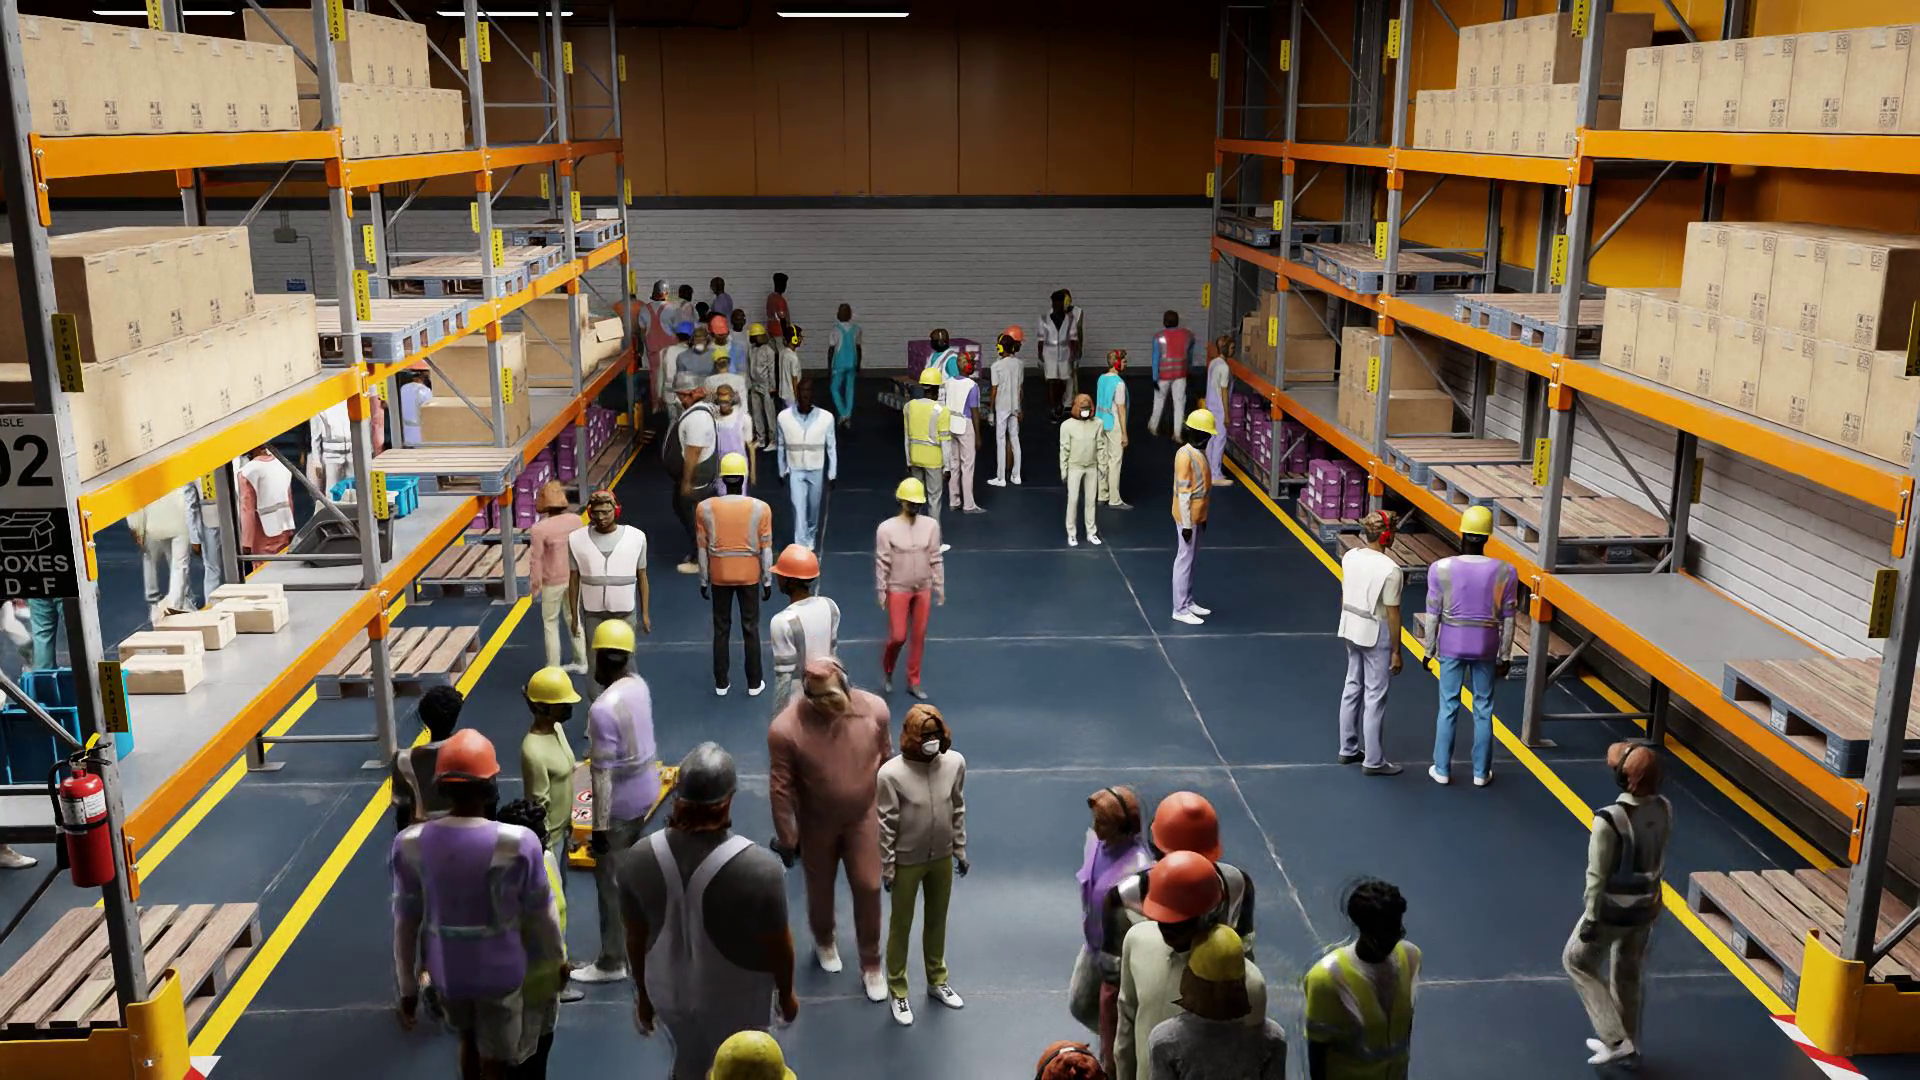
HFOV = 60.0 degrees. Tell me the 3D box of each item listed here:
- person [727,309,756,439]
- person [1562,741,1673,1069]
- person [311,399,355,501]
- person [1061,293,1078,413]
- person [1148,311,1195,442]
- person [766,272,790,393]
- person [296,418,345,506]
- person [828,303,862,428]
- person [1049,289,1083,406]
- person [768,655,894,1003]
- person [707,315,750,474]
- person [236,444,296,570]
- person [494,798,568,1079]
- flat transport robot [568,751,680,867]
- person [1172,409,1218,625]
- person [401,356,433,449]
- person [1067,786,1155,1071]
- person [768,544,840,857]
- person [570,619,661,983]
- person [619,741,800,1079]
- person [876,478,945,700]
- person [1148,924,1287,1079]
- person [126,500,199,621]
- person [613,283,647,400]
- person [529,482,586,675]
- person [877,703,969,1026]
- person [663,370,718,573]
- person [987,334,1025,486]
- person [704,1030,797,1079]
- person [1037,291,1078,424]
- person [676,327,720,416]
[{"bbox_3d":[-3.081,-2.302,23.159,0.502,1.840,0.347,-7,16,-25],"label":"person"},{"bbox_3d":[3.084,1.721,7.791,0.536,1.623,0.374,-8,16,-29],"label":"person"},{"bbox_3d":[-6.423,-0.833,17.302,0.583,1.882,0.337,-9,17,-32],"label":"person"},{"bbox_3d":[1.589,-2.859,25.377,0.403,1.824,0.593,-2,14,-6],"label":"person"},{"bbox_3d":[2.943,-2.313,23.277,0.636,1.791,0.928,-2,14,-7],"label":"person"},{"bbox_3d":[-2.944,-3.381,27.147,0.368,1.962,0.603,-8,16,-27],"label":"person"},{"bbox_3d":[-6.698,-0.958,17.603,0.619,1.980,0.442,-2,14,-6],"label":"person"},{"bbox_3d":[-1.654,-2.495,23.937,0.522,1.829,0.443,-5,15,-18],"label":"person"},{"bbox_3d":[1.643,-3.002,25.930,0.573,1.830,0.411,5,15,20],"label":"person"},{"bbox_3d":[-0.630,1.433,8.495,0.673,1.842,0.814,-3,15,-13],"label":"person"},{"bbox_3d":[-2.943,-1.812,20.857,0.626,2.029,0.441,-6,15,-21],"label":"person"},{"bbox_3d":[-5.885,-0.053,14.202,0.387,1.908,0.599,4,15,14],"label":"person"},{"bbox_3d":[-1.818,1.882,7.016,0.317,1.695,0.540,3,15,13],"label":"person"},{"bbox_3d":[-2.302,1.690,10.614,0.652,0.197,1.431,2,14,7],"label":"flat transport robot"},{"bbox_3d":[2.084,-0.219,14.818,0.373,1.920,0.585,5,15,20],"label":"person"},{"bbox_3d":[-5.869,-1.080,18.204,0.622,1.918,0.508,9,17,32],"label":"person"},{"bbox_3d":[0.701,1.826,7.369,0.393,1.620,0.533,-7,16,-24],"label":"person"},{"bbox_3d":[-0.966,0.967,10.117,0.344,1.942,0.551,9,17,33],"label":"person"},{"bbox_3d":[-1.729,1.360,8.703,0.566,1.888,0.674,2,14,6],"label":"person"},{"bbox_3d":[-0.972,1.777,6.741,0.680,2.000,0.543,5,15,18],"label":"person"},{"bbox_3d":[-0.375,0.380,12.783,0.530,1.753,0.354,-7,16,-26],"label":"person"},{"bbox_3d":[0.886,2.159,5.839,0.486,1.744,0.298,-1,14,-4],"label":"person"},{"bbox_3d":[-7.152,-0.223,14.874,0.594,1.908,0.399,-13,19,-40],"label":"person"},{"bbox_3d":[-5.145,-3.191,26.548,0.609,1.888,0.777,5,15,21],"label":"person"},{"bbox_3d":[-3.203,0.339,13.212,0.332,1.624,0.521,12,19,39],"label":"person"},{"bbox_3d":[-0.182,1.592,8.282,0.499,1.633,0.285,-9,17,-31],"label":"person"},{"bbox_3d":[-2.649,-0.682,16.398,0.538,2.000,0.710,-2,14,-7],"label":"person"},{"bbox_3d":[0.562,-1.582,20.296,0.509,1.862,0.328,-10,17,-34],"label":"person"},{"bbox_3d":[-0.654,2.327,5.199,0.320,1.738,0.483,2,14,8],"label":"person"},{"bbox_3d":[1.443,-2.733,24.667,0.617,1.939,0.854,-1,14,-5],"label":"person"},{"bbox_3d":[-3.172,-1.668,20.504,0.656,1.918,0.471,-1,14,-3],"label":"person"}]
